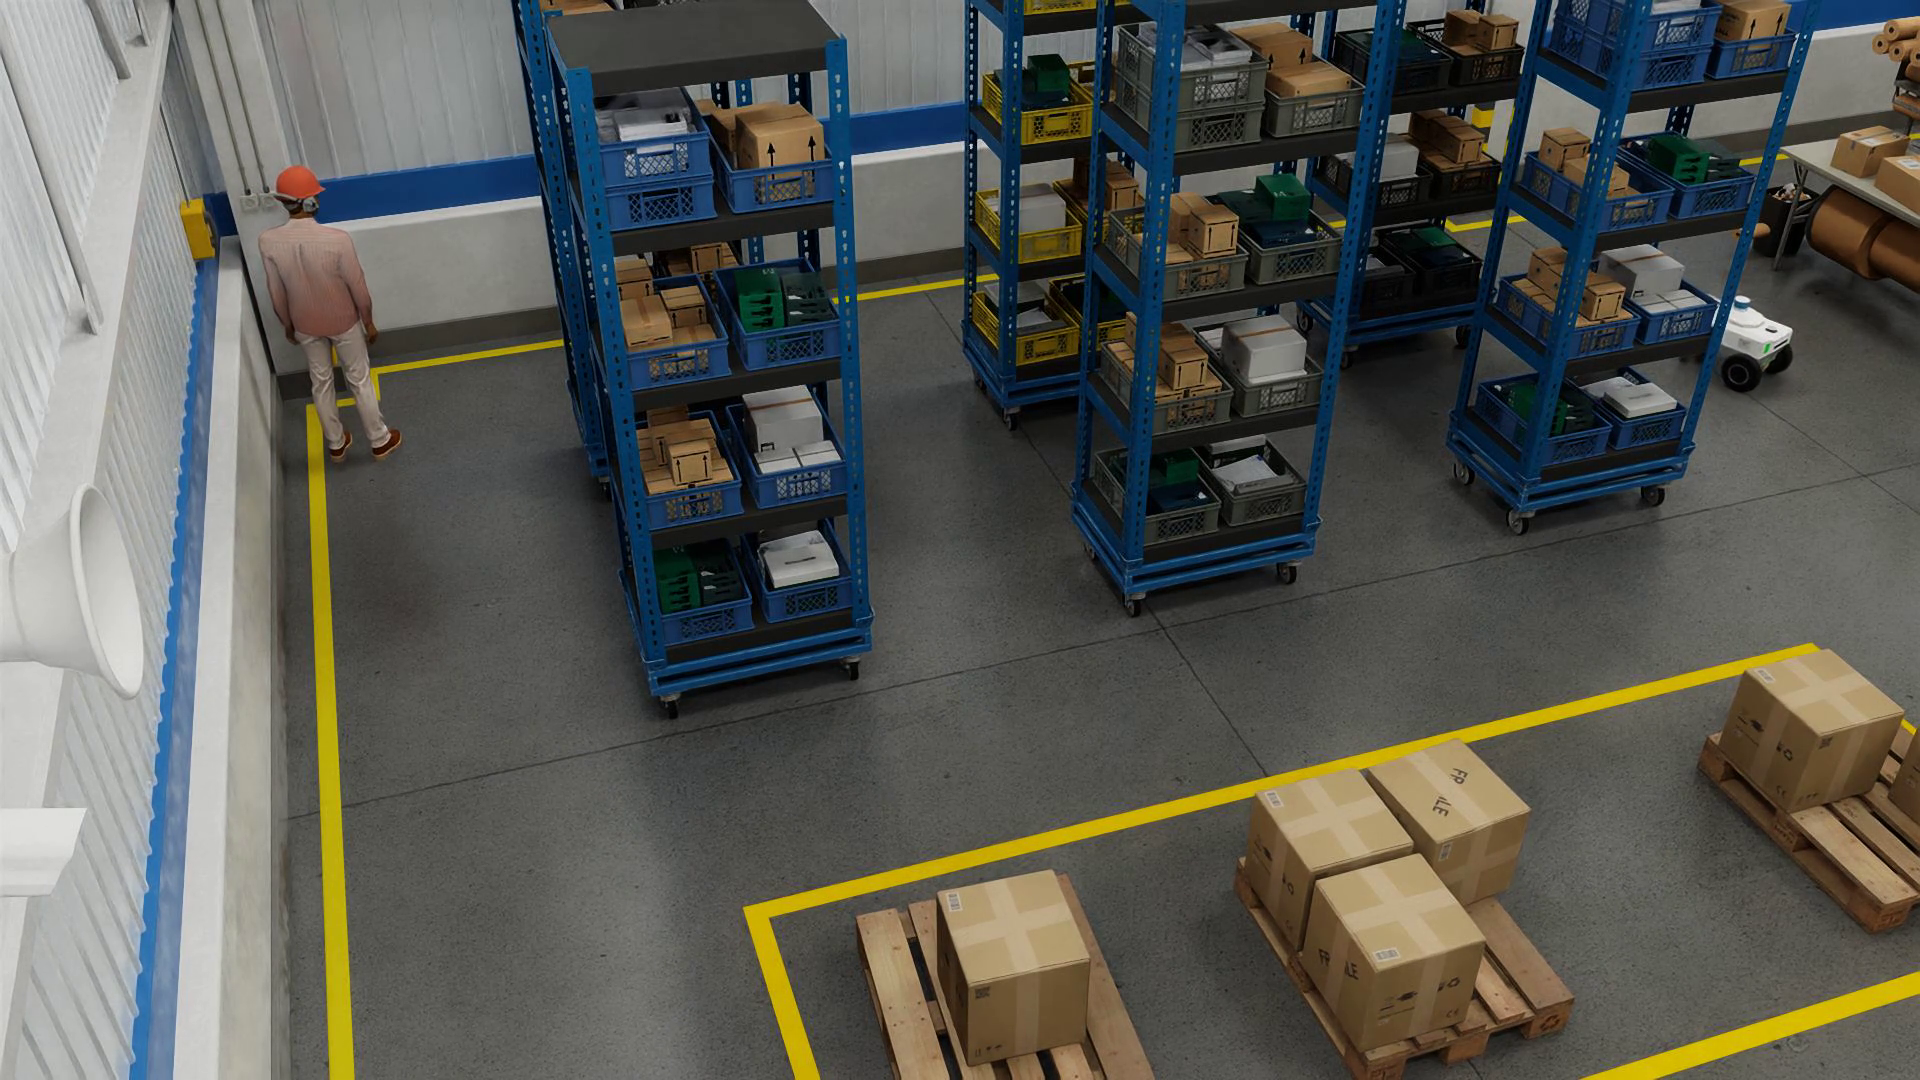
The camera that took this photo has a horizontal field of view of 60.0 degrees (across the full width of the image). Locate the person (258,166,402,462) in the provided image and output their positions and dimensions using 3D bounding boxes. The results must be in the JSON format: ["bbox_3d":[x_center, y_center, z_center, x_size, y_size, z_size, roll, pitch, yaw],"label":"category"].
[{"bbox_3d":[-4.005,-1.405,10.544,0.610,1.989,0.391,1,35,1],"label":"person"}]

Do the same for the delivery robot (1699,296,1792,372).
[{"bbox_3d":[5.500,-1.498,11.833,0.477,0.478,0.707,-25,42,-31],"label":"delivery robot"}]

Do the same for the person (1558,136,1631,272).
[{"bbox_3d":[4.505,-2.101,11.844,0.516,1.629,0.322,-1,35,-2],"label":"person"}]
